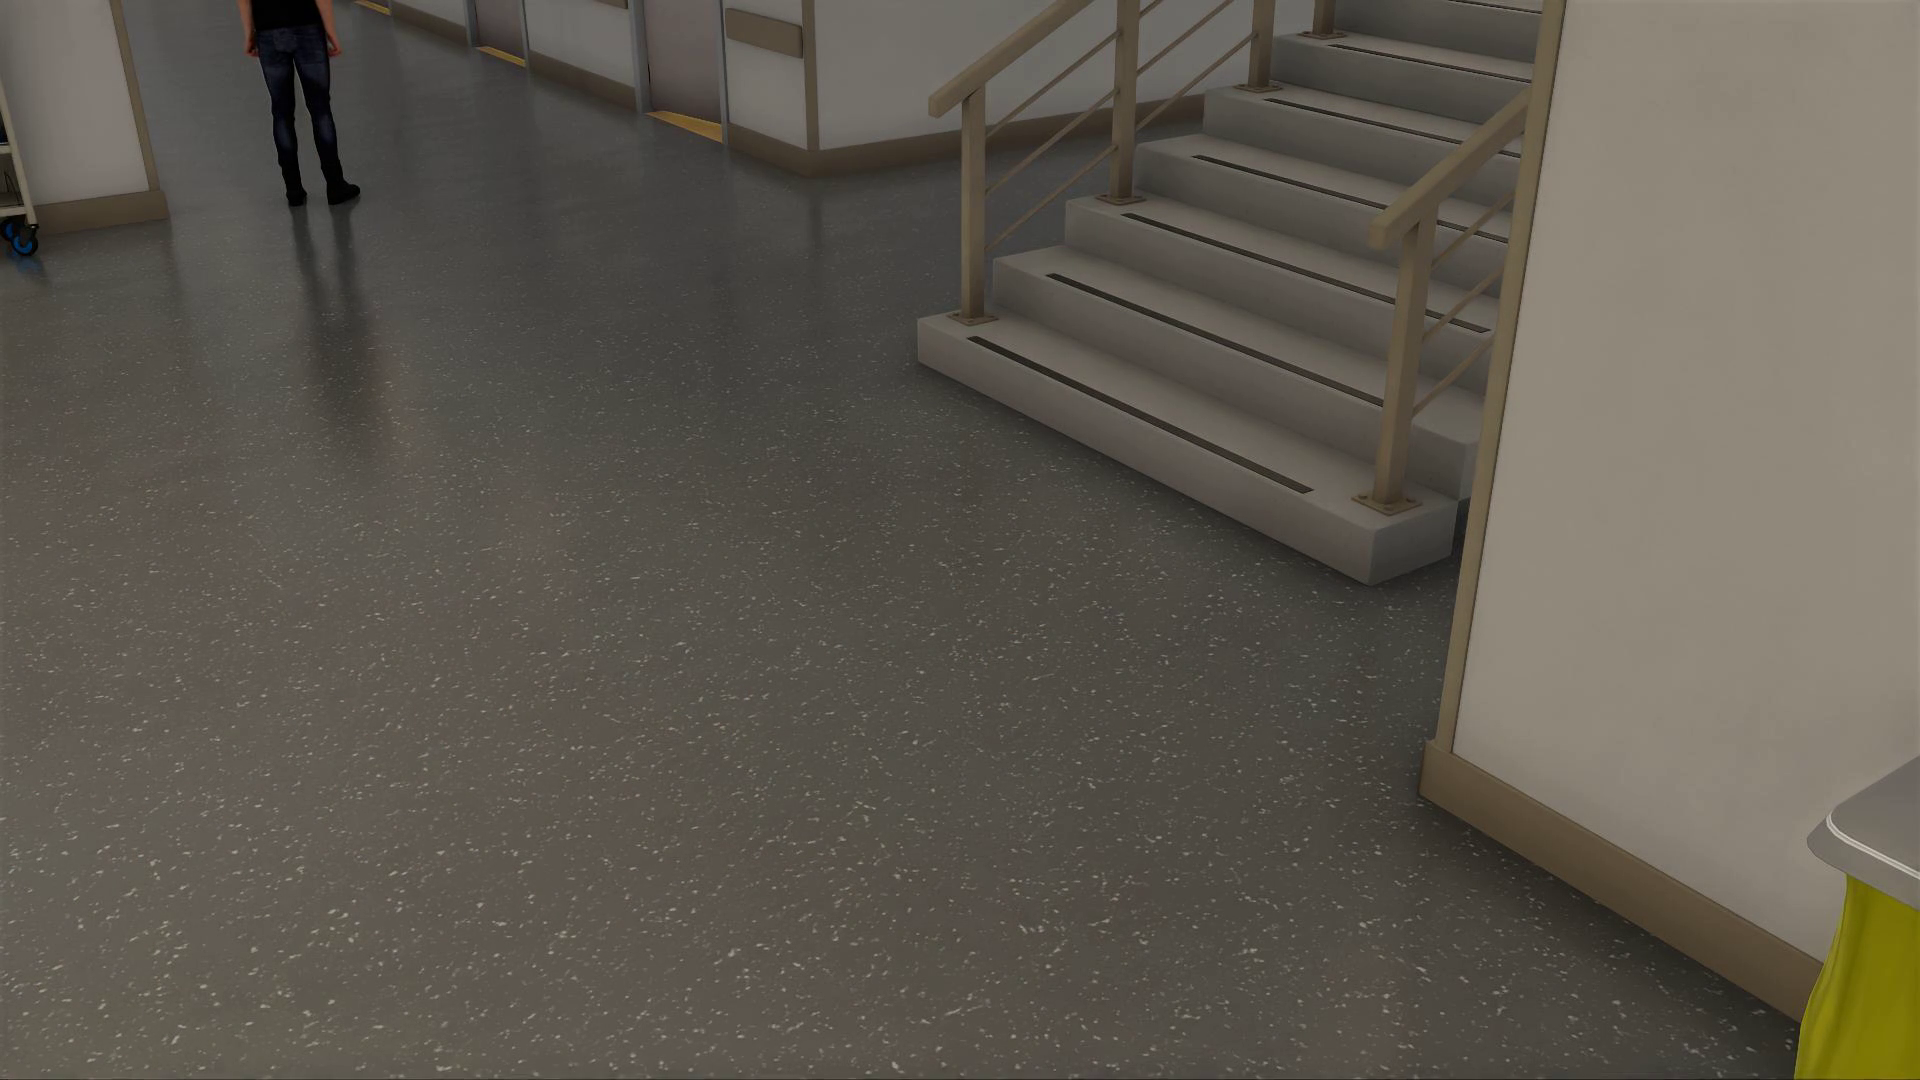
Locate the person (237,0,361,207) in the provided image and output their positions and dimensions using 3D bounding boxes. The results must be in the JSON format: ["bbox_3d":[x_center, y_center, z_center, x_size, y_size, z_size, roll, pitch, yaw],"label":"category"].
[{"bbox_3d":[-3.786,-2.856,9.384,0.695,1.897,0.830,-3,26,-6],"label":"person"}]
